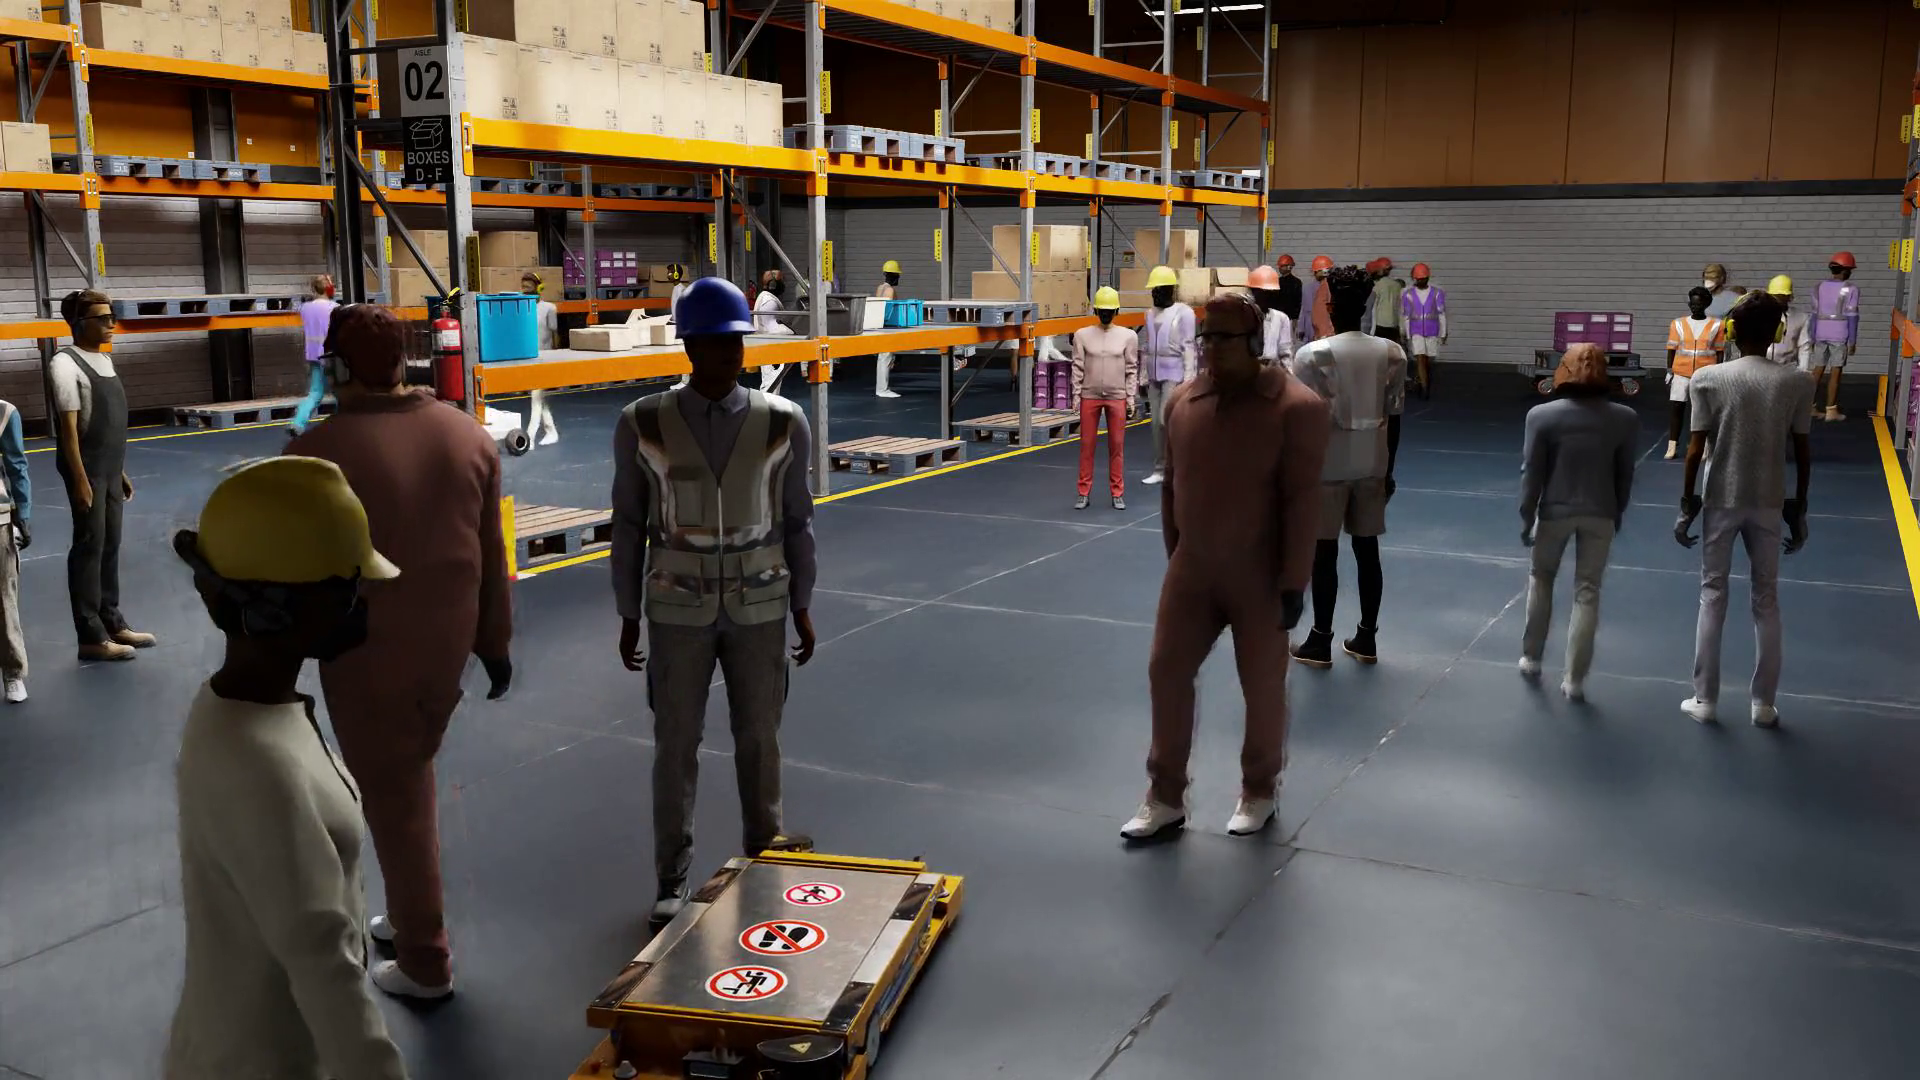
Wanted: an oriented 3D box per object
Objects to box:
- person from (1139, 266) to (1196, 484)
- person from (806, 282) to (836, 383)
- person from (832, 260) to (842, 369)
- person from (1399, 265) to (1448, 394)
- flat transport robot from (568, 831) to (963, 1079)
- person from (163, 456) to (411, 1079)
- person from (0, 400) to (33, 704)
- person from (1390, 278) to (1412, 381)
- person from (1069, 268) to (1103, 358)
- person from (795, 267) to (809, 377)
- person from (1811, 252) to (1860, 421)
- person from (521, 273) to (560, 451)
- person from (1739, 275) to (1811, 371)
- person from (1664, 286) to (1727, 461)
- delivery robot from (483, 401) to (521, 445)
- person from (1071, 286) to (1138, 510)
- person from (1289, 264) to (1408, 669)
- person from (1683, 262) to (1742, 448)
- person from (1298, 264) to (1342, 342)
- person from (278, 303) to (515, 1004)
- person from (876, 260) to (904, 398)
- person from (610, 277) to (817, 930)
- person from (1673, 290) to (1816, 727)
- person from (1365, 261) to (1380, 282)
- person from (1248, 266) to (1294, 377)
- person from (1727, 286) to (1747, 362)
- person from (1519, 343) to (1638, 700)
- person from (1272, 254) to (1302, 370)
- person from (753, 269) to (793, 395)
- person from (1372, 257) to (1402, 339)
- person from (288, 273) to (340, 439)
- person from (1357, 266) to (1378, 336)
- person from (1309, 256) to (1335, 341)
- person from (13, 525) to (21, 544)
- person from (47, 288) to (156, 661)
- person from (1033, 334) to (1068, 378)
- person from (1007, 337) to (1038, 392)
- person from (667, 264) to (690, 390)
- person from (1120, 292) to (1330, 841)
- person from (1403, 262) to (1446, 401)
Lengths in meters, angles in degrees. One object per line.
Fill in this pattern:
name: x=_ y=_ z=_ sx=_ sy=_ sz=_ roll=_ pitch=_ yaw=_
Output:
person: x=1.783 y=-1.424 z=14.500 sx=0.422 sy=1.908 sz=0.607 roll=-7 pitch=12 yaw=-35
person: x=-2.185 y=-3.388 z=25.949 sx=0.576 sy=1.882 sz=0.355 roll=-9 pitch=14 yaw=-44
person: x=-2.249 y=-3.962 z=29.119 sx=0.374 sy=1.934 sz=0.628 roll=-3 pitch=10 yaw=-19
person: x=6.707 y=-3.054 z=24.099 sx=0.653 sy=1.872 sz=1.065 roll=7 pitch=12 yaw=35
flat transport robot: x=-0.457 y=1.125 z=4.478 sx=0.652 sy=0.197 sz=1.431 roll=2 pitch=10 yaw=12
person: x=-0.852 y=0.748 z=2.415 sx=0.677 sy=1.744 sz=0.540 roll=-4 pitch=10 yaw=-20
person: x=-4.425 y=-0.065 z=7.413 sx=0.525 sy=1.639 sz=0.307 roll=-4 pitch=11 yaw=-21
person: x=6.967 y=-3.319 z=26.309 sx=0.637 sy=1.626 sz=0.404 roll=9 pitch=13 yaw=42
person: x=1.784 y=-2.829 z=22.864 sx=0.625 sy=1.836 sz=0.429 roll=-1 pitch=10 yaw=-6
person: x=-2.391 y=-3.589 z=27.225 sx=0.620 sy=1.845 sz=0.430 roll=-4 pitch=11 yaw=-23
person: x=10.538 y=-2.438 z=20.036 sx=0.397 sy=2.038 sz=0.614 roll=-4 pitch=11 yaw=-24
person: x=-4.421 y=-1.856 z=17.301 sx=0.518 sy=1.828 sz=0.959 roll=4 pitch=11 yaw=21
person: x=7.700 y=-1.589 z=15.734 sx=0.608 sy=1.804 sz=0.577 roll=4 pitch=11 yaw=24
person: x=7.152 y=-1.613 z=16.198 sx=0.542 sy=1.699 sz=0.316 roll=5 pitch=11 yaw=27
delivery robot: x=-4.714 y=-1.138 z=16.489 sx=0.477 sy=0.478 sz=0.707 roll=8 pitch=12 yaw=37
person: x=1.135 y=-1.110 z=13.112 sx=0.522 sy=1.764 sz=0.318 roll=1 pitch=10 yaw=5
person: x=1.870 y=-0.351 z=8.122 sx=0.607 sy=1.966 sz=0.367 roll=-4 pitch=10 yaw=-20
person: x=7.709 y=-1.886 z=17.144 sx=0.433 sy=1.926 sz=0.642 roll=-7 pitch=12 yaw=-35
person: x=5.029 y=-2.871 z=23.020 sx=0.645 sy=1.861 sz=0.700 roll=-4 pitch=11 yaw=-22
person: x=-1.617 y=0.303 z=4.554 sx=0.695 sy=1.882 sz=0.681 roll=7 pitch=12 yaw=34
person: x=-0.988 y=-2.955 z=23.346 sx=0.406 sy=1.918 sz=0.588 roll=-2 pitch=10 yaw=-14
person: x=-0.733 y=0.195 z=5.000 sx=0.614 sy=1.949 sz=0.375 roll=-2 pitch=10 yaw=-13
person: x=3.351 y=-0.128 z=7.128 sx=0.534 sy=1.864 sz=0.310 roll=3 pitch=10 yaw=15
person: x=6.918 y=-3.618 z=27.233 sx=0.630 sy=1.892 sz=0.612 roll=-8 pitch=13 yaw=-40
person: x=2.401 y=-1.196 z=13.151 sx=0.580 sy=1.915 sz=0.680 roll=-4 pitch=10 yaw=-19
person: x=9.615 y=-2.348 z=20.689 sx=0.519 sy=1.618 sz=0.344 roll=5 pitch=11 yaw=27
person: x=2.838 y=-0.102 z=7.705 sx=0.496 sy=1.606 sz=0.693 roll=3 pitch=10 yaw=16
person: x=5.207 y=-3.571 z=26.680 sx=0.380 sy=1.996 sz=0.608 roll=-6 pitch=11 yaw=-30
person: x=-2.044 y=-2.041 z=18.275 sx=0.429 sy=1.840 sz=0.634 roll=-2 pitch=10 yaw=-14
person: x=6.388 y=-3.244 z=24.874 sx=0.617 sy=1.967 sz=0.802 roll=-5 pitch=11 yaw=-28
person: x=-6.655 y=-1.874 z=17.380 sx=0.570 sy=1.819 sz=0.864 roll=4 pitch=11 yaw=23
person: x=5.561 y=-2.922 z=23.391 sx=0.590 sy=1.833 sz=0.404 roll=-1 pitch=10 yaw=-7
person: x=4.709 y=-2.688 z=21.599 sx=0.398 sy=1.984 sz=0.609 roll=-1 pitch=10 yaw=-4
person: x=-6.603 y=-0.802 z=10.694 sx=0.620 sy=1.986 sz=1.038 roll=1 pitch=10 yaw=7
person: x=-4.311 y=-0.326 z=8.326 sx=0.344 sy=1.847 sz=0.504 roll=-1 pitch=10 yaw=-5
person: x=1.436 y=-3.382 z=26.001 sx=0.826 sy=1.858 sz=0.580 roll=-4 pitch=11 yaw=-24
person: x=0.889 y=-3.117 z=24.244 sx=0.542 sy=1.929 sz=0.374 roll=0 pitch=10 yaw=0
person: x=-4.176 y=-3.156 z=24.686 sx=0.328 sy=1.862 sz=0.501 roll=-2 pitch=10 yaw=-14
person: x=0.881 y=0.119 z=5.642 sx=0.654 sy=1.887 sz=0.753 roll=7 pitch=12 yaw=34
person: x=6.412 y=-2.879 z=22.970 sx=0.577 sy=1.898 sz=0.758 roll=3 pitch=10 yaw=18
